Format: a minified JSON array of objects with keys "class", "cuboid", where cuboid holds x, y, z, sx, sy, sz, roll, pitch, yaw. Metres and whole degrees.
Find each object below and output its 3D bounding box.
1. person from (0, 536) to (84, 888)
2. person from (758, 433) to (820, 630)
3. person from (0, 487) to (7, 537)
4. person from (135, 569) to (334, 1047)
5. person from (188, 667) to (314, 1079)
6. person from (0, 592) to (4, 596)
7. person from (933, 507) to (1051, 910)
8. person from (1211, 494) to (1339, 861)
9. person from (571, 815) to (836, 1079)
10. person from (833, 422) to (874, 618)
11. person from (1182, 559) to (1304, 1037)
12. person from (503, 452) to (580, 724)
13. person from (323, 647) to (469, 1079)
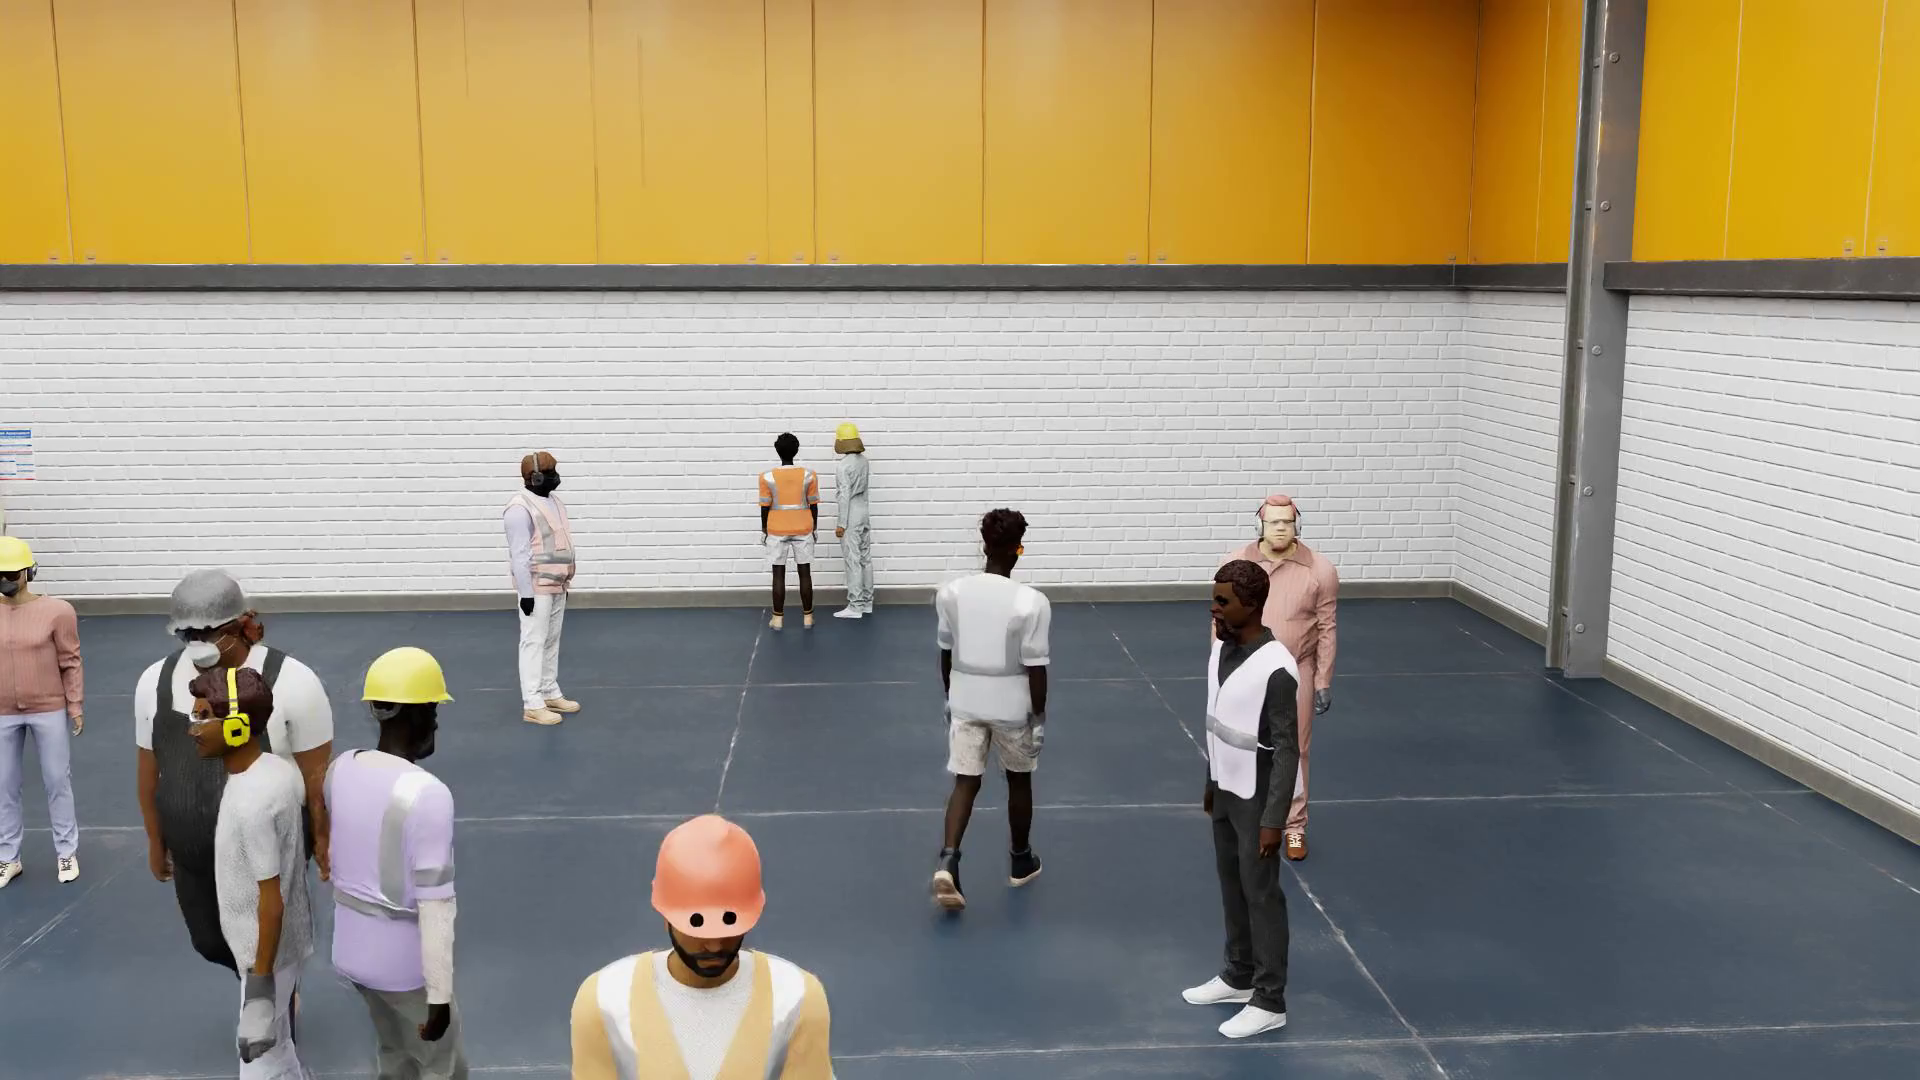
[{"class":"person","cuboid":[-4.628,0.851,8.232,0.533,1.767,0.327,-3,9,-17]},{"class":"person","cuboid":[-1.459,-0.071,14.234,0.533,1.699,0.318,-2,9,-14]},{"class":"person","cuboid":[-7.766,-0.013,12.941,0.622,1.993,0.382,-4,10,-24]},{"class":"person","cuboid":[-2.682,1.031,6.244,0.709,2.000,0.793,0,9,1]},{"class":"person","cuboid":[-2.134,1.306,5.141,0.399,1.873,0.614,-3,10,-20]},{"class":"person","cuboid":[-8.205,-0.123,13.716,0.810,1.971,0.635,-3,9,-16]},{"class":"person","cuboid":[0.141,0.802,8.029,0.610,1.935,0.869,3,10,20]},{"class":"person","cuboid":[1.621,0.709,8.667,0.651,1.913,0.409,3,10,18]},{"class":"person","cuboid":[-0.549,1.513,3.563,0.580,1.930,0.388,-2,9,-11]},{"class":"person","cuboid":[-0.972,-0.179,14.778,0.318,1.740,0.488,4,10,24]},{"class":"person","cuboid":[1.165,1.023,6.685,0.375,1.915,0.592,-3,9,-16]},{"class":"person","cuboid":[-2.837,0.318,11.344,0.429,1.843,0.633,2,9,10]},{"class":"person","cuboid":[-1.773,1.282,5.130,0.597,1.899,0.568,7,11,36]}]
